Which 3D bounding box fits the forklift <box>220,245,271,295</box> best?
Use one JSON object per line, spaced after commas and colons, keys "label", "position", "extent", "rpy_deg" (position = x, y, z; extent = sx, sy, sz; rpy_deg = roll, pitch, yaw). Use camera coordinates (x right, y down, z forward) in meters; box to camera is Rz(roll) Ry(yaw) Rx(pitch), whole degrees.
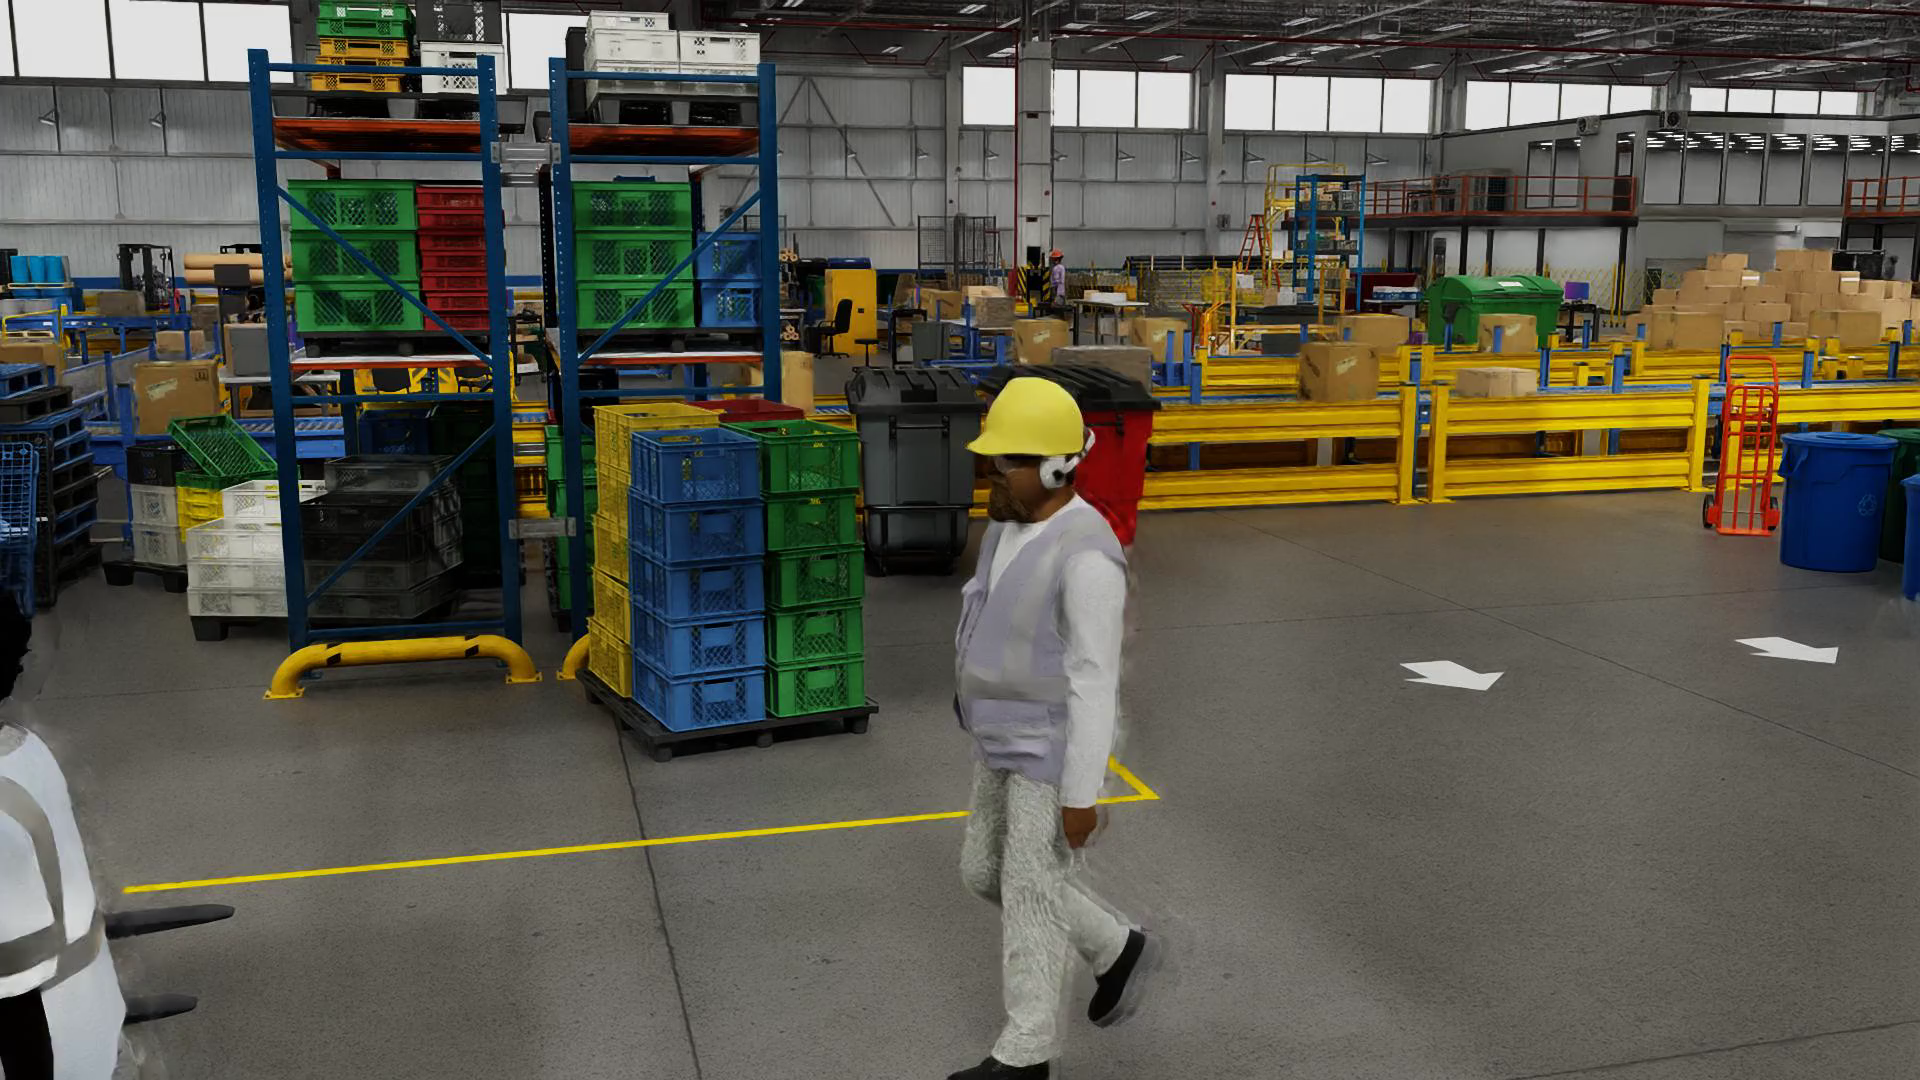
{"label": "forklift", "position": [-17.749, -6.334, 41.440], "extent": [1.157, 1.987, 2.680], "rpy_deg": [-3, 10, -17]}

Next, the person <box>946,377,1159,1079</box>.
{"label": "person", "position": [0.235, 0.497, 4.139], "extent": [0.555, 1.818, 0.610], "rpy_deg": [-3, 11, -18]}

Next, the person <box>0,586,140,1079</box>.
{"label": "person", "position": [-1.562, 0.844, 2.656], "extent": [0.894, 1.643, 0.543], "rpy_deg": [-4, 11, -21]}

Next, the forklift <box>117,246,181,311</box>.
{"label": "forklift", "position": [-19.966, -6.232, 40.894], "extent": [1.157, 1.987, 2.680], "rpy_deg": [-3, 10, -15]}

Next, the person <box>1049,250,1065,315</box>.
{"label": "person", "position": [2.292, -5.859, 39.500], "extent": [0.374, 2.043, 0.612], "rpy_deg": [3, 11, 18]}

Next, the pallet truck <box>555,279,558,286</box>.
{"label": "pallet truck", "position": [-10.604, -6.375, 44.520], "extent": [0.653, 1.274, 1.630], "rpy_deg": [-3, 10, -15]}

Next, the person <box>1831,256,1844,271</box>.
{"label": "person", "position": [26.631, -7.723, 50.685], "extent": [1.001, 1.835, 0.584], "rpy_deg": [-3, 10, -17]}
